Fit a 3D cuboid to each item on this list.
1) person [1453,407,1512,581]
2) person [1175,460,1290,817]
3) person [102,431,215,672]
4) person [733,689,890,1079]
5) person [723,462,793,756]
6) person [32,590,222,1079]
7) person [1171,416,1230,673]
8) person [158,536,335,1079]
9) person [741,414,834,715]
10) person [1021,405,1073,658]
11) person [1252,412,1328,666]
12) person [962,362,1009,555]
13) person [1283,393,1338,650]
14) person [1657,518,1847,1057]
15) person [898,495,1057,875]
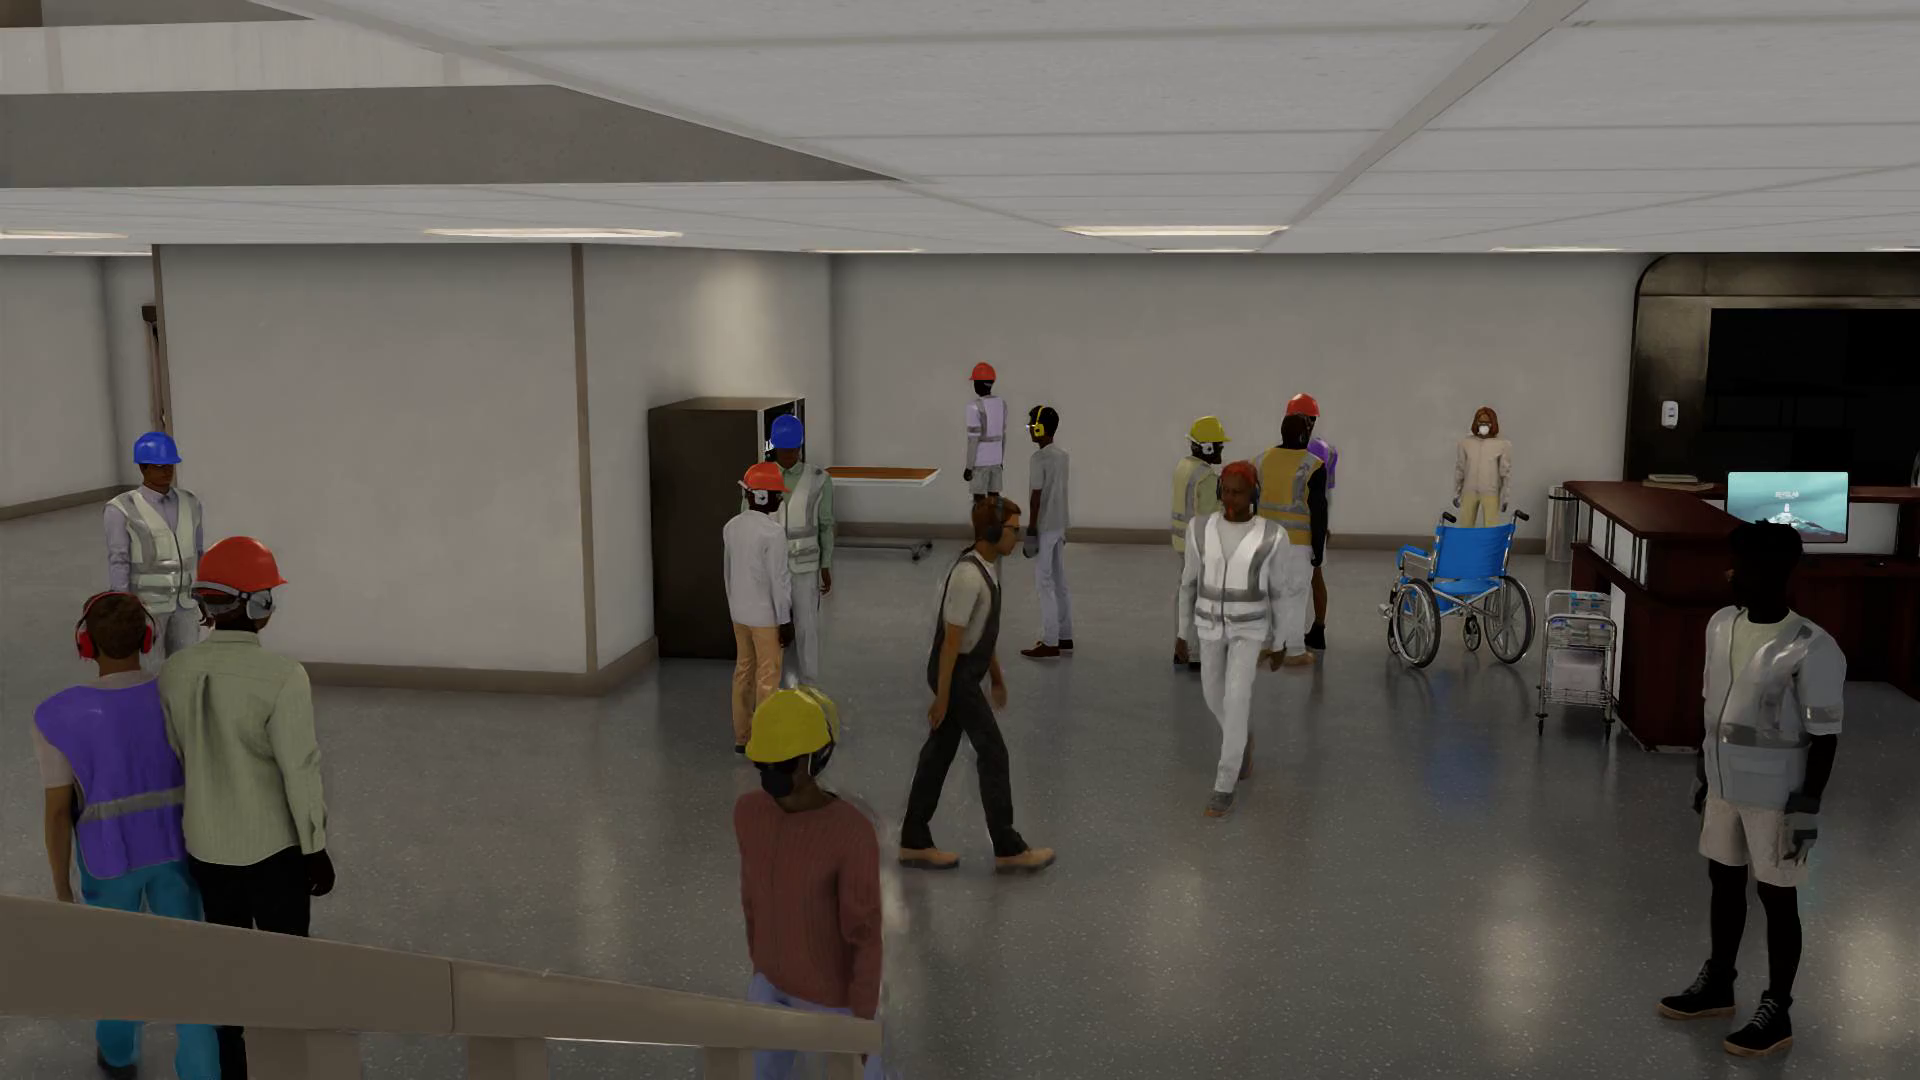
[{"bbox_3d":[4.727,-0.394,15.069,0.504,1.627,0.285,6,11,31],"label":"person"},{"bbox_3d":[1.482,0.482,8.958,0.582,1.855,0.886,5,11,29],"label":"person"},{"bbox_3d":[-4.521,0.353,9.445,0.389,1.949,0.603,5,10,27],"label":"person"},{"bbox_3d":[-0.397,1.236,4.711,0.538,1.718,0.924,6,11,32],"label":"person"},{"bbox_3d":[-1.143,0.418,9.660,0.339,1.747,0.564,-8,12,-39],"label":"person"},{"bbox_3d":[-2.743,1.061,5.581,0.586,1.802,0.968,-7,12,-37],"label":"person"},{"bbox_3d":[1.710,0.036,11.804,0.403,1.828,0.596,-2,9,-13],"label":"person"},{"bbox_3d":[-2.338,0.977,5.505,0.617,1.990,0.398,4,10,23],"label":"person"},{"bbox_3d":[-1.108,0.158,10.669,0.602,1.943,0.394,-1,9,-5],"label":"person"},{"bbox_3d":[0.649,-0.062,12.307,0.339,1.860,0.499,5,10,28],"label":"person"},{"bbox_3d":[2.390,-0.004,12.039,0.617,1.836,0.433,9,13,43],"label":"person"},{"bbox_3d":[0.237,-0.794,16.553,0.354,1.939,0.544,8,12,42],"label":"person"},{"bbox_3d":[2.542,-0.127,12.446,0.552,1.935,0.373,-5,11,-29],"label":"person"},{"bbox_3d":[2.905,0.891,6.076,0.369,1.965,0.609,-3,10,-16],"label":"person"},{"bbox_3d":[0.103,0.689,7.823,0.842,1.796,0.506,0,9,1],"label":"person"}]
